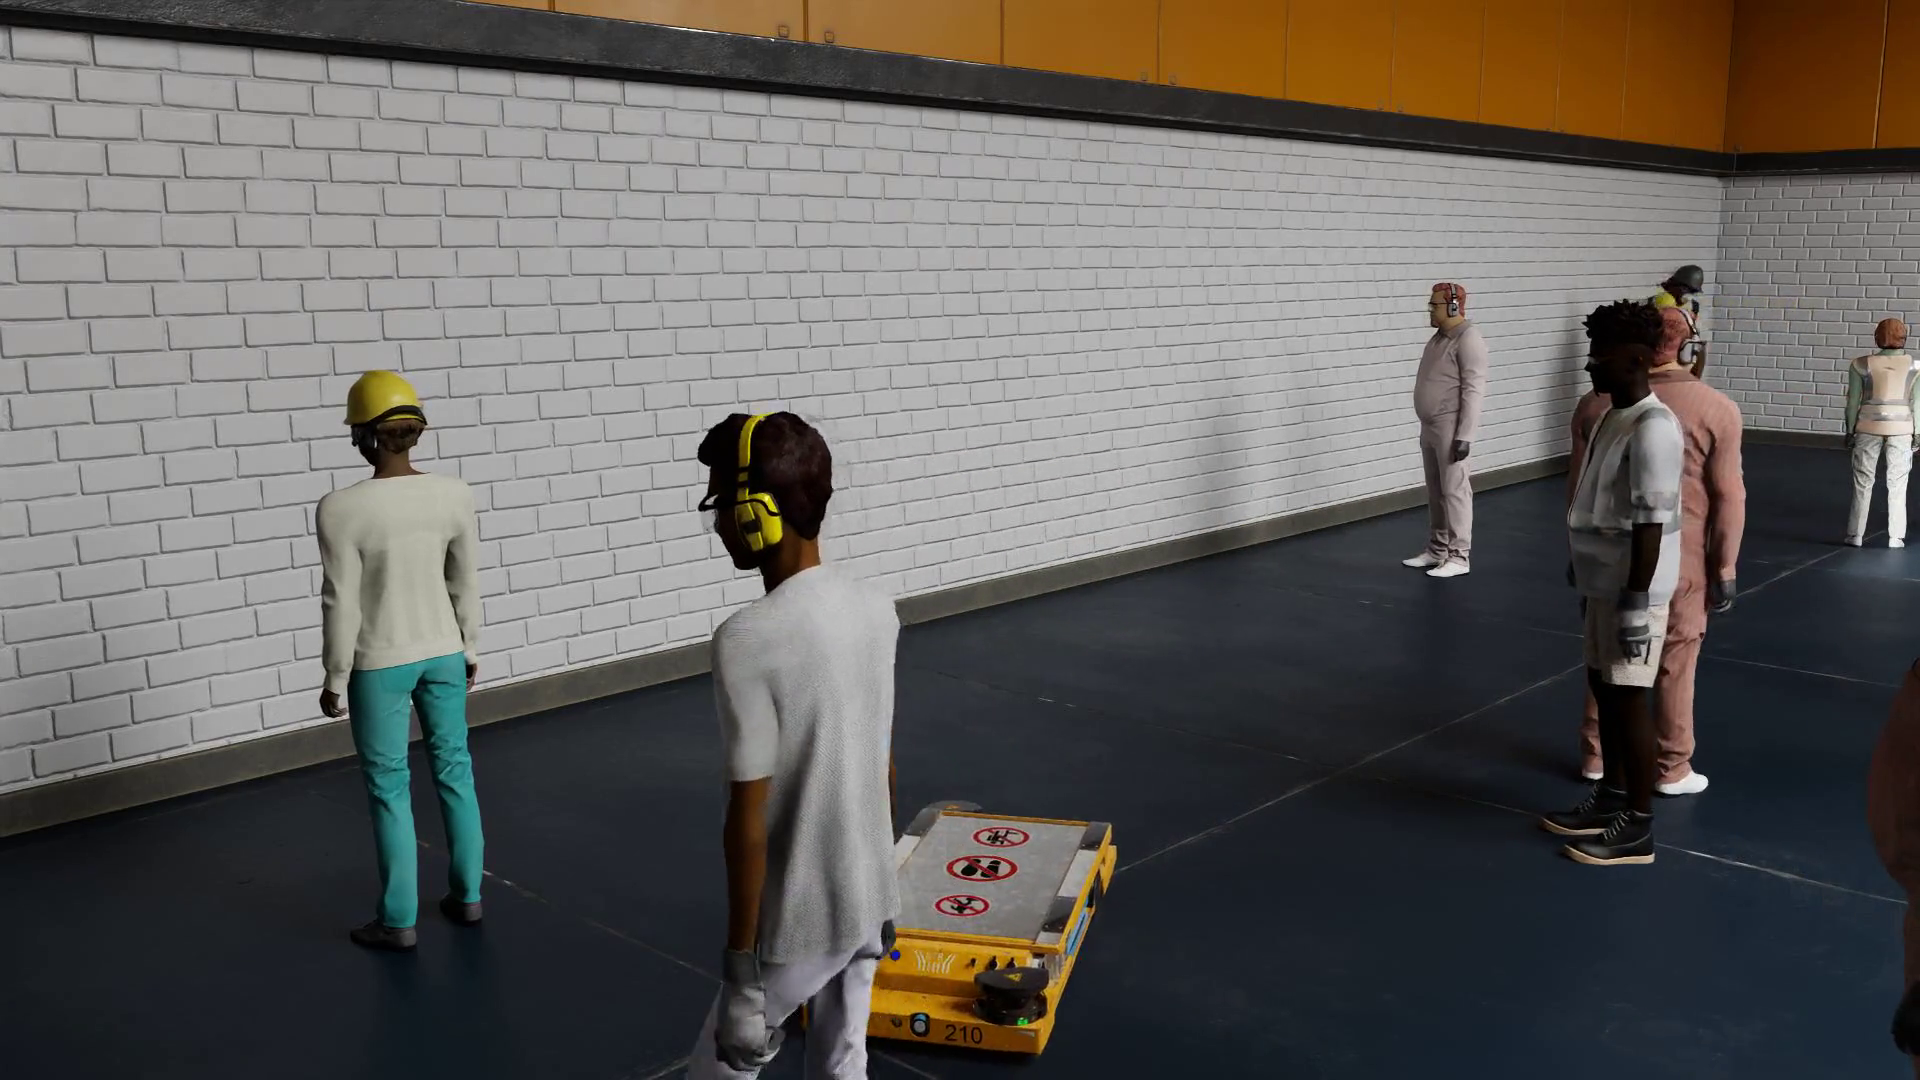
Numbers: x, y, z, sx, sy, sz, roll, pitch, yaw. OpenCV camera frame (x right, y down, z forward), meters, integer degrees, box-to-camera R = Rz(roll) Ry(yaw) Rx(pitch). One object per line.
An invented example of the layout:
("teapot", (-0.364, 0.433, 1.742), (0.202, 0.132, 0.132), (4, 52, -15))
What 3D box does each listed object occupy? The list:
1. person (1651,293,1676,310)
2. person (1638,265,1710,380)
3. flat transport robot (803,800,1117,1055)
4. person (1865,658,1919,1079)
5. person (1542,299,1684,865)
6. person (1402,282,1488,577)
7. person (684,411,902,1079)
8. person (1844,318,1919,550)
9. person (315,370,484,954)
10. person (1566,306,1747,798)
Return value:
("person", (6.217, -1.323, 14.775), (0.516, 1.728, 0.390), (-6, 11, -29))
("person", (6.274, -1.519, 15.032), (0.863, 2.000, 0.537), (4, 11, 22))
("flat transport robot", (0.057, 1.117, 5.055), (0.652, 0.197, 1.431), (2, 10, 13))
("person", (1.808, 0.671, 2.939), (0.405, 1.911, 0.636), (9, 14, 43))
("person", (2.297, 0.148, 5.791), (0.370, 1.958, 0.599), (2, 10, 9))
("person", (3.145, -0.714, 10.828), (0.401, 1.906, 0.649), (-1, 10, -7))
("person", (-0.294, 0.688, 3.001), (0.417, 1.847, 0.567), (6, 12, 31))
("person", (6.534, -0.744, 11.767), (0.511, 1.638, 0.307), (4, 11, 23))
("person", (-1.709, 0.367, 5.076), (0.321, 1.766, 0.535), (8, 13, 39))
("person", (2.709, 0.052, 6.502), (0.678, 1.911, 0.401), (9, 13, 41))
